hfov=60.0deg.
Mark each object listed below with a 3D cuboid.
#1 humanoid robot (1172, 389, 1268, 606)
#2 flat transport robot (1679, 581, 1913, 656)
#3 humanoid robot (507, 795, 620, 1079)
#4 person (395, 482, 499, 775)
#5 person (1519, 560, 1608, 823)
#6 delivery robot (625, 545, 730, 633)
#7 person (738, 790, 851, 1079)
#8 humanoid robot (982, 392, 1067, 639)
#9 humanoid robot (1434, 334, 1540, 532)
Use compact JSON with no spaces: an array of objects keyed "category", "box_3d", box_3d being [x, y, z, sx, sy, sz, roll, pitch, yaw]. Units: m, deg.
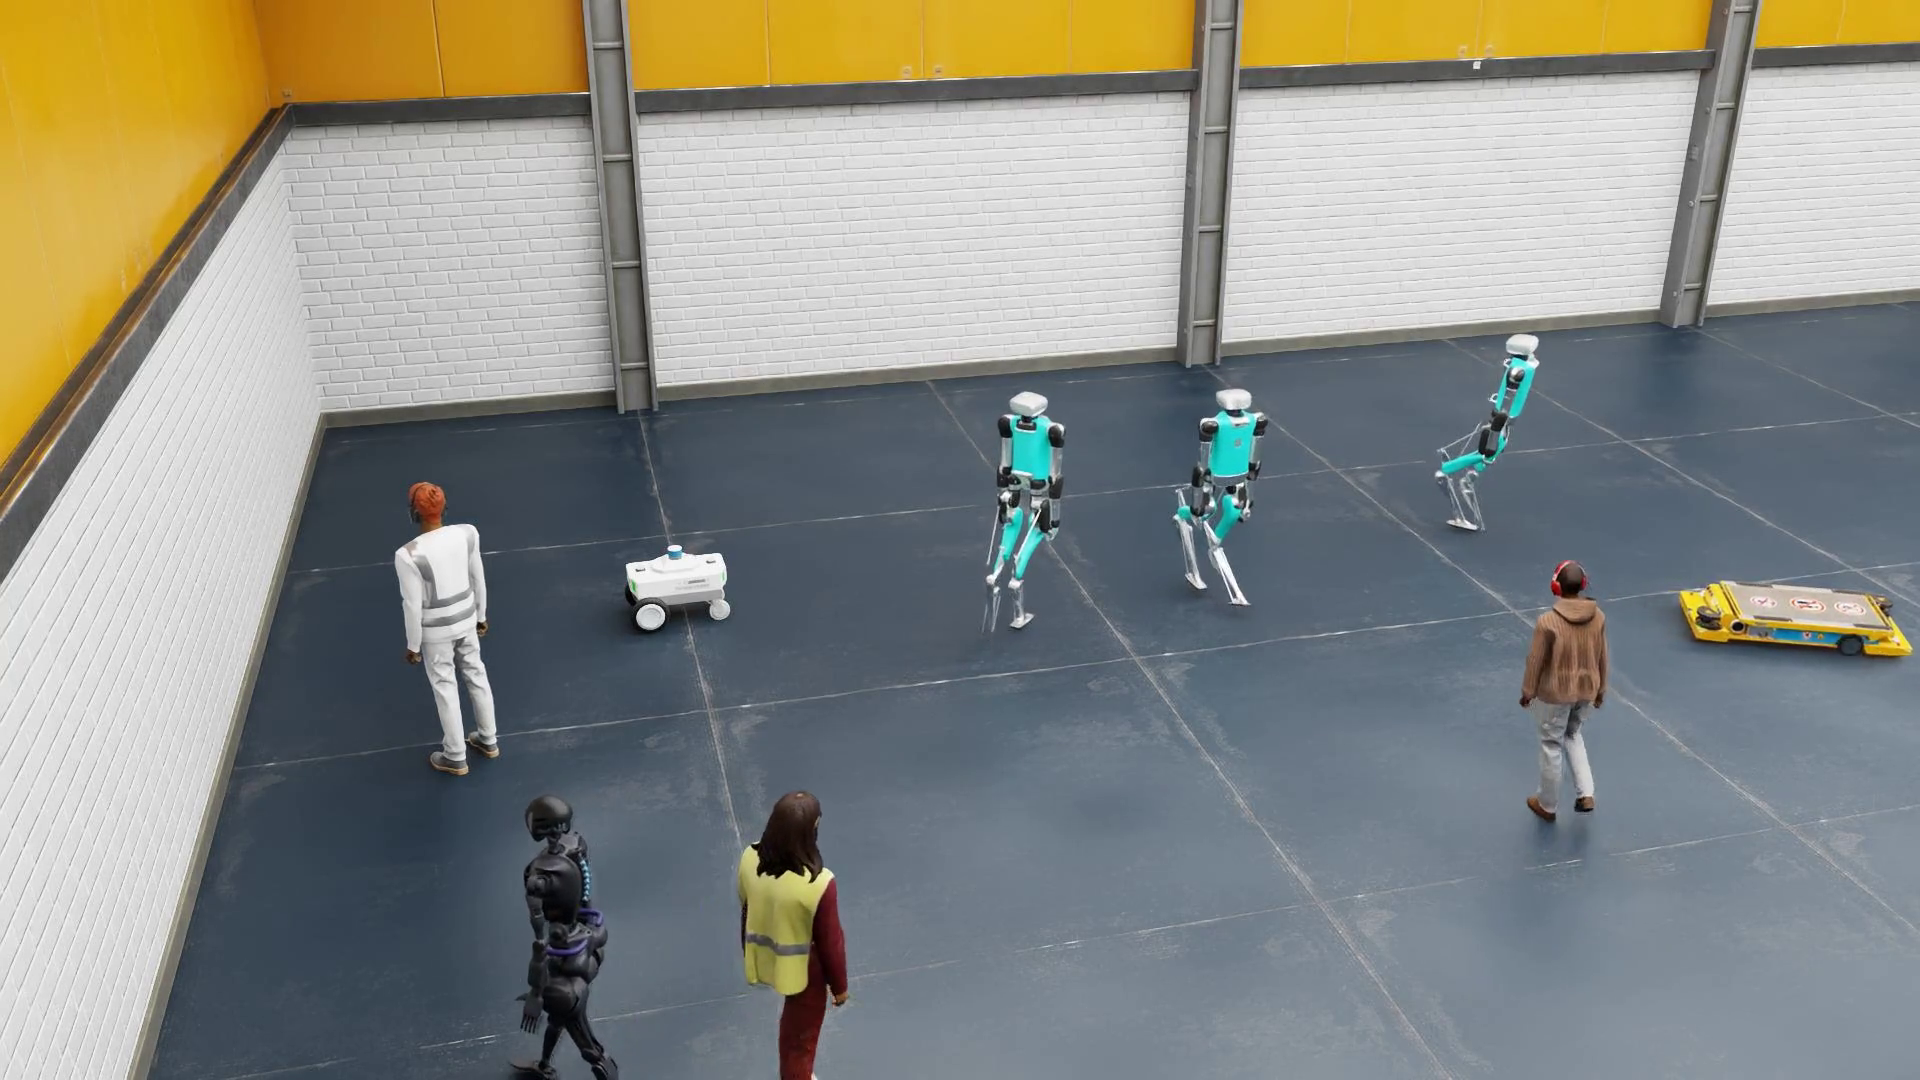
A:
[{"category":"humanoid robot","box_3d":[1.874,-0.331,12.278,0.540,1.732,0.982,-9,25,-19]},{"category":"flat transport robot","box_3d":[6.048,0.566,12.075,1.431,0.231,0.659,5,24,10]},{"category":"humanoid robot","box_3d":[-1.781,1.873,7.421,0.761,1.629,0.608,5,24,10]},{"category":"person","box_3d":[-3.126,0.538,10.135,0.343,1.882,0.578,18,29,34]},{"category":"person","box_3d":[3.489,0.900,9.612,0.471,1.628,0.400,-7,25,-15]},{"category":"delivery robot","box_3d":[-2.105,0.340,12.251,0.804,0.610,0.499,-7,25,-15]},{"category":"person","box_3d":[-0.684,1.857,7.296,0.502,1.751,0.540,15,28,31]},{"category":"humanoid robot","box_3d":[0.373,-0.061,11.818,0.545,1.898,0.761,15,28,31]},{"category":"humanoid robot","box_3d":[4.170,-0.810,13.428,0.792,1.809,0.542,13,27,28]}]
